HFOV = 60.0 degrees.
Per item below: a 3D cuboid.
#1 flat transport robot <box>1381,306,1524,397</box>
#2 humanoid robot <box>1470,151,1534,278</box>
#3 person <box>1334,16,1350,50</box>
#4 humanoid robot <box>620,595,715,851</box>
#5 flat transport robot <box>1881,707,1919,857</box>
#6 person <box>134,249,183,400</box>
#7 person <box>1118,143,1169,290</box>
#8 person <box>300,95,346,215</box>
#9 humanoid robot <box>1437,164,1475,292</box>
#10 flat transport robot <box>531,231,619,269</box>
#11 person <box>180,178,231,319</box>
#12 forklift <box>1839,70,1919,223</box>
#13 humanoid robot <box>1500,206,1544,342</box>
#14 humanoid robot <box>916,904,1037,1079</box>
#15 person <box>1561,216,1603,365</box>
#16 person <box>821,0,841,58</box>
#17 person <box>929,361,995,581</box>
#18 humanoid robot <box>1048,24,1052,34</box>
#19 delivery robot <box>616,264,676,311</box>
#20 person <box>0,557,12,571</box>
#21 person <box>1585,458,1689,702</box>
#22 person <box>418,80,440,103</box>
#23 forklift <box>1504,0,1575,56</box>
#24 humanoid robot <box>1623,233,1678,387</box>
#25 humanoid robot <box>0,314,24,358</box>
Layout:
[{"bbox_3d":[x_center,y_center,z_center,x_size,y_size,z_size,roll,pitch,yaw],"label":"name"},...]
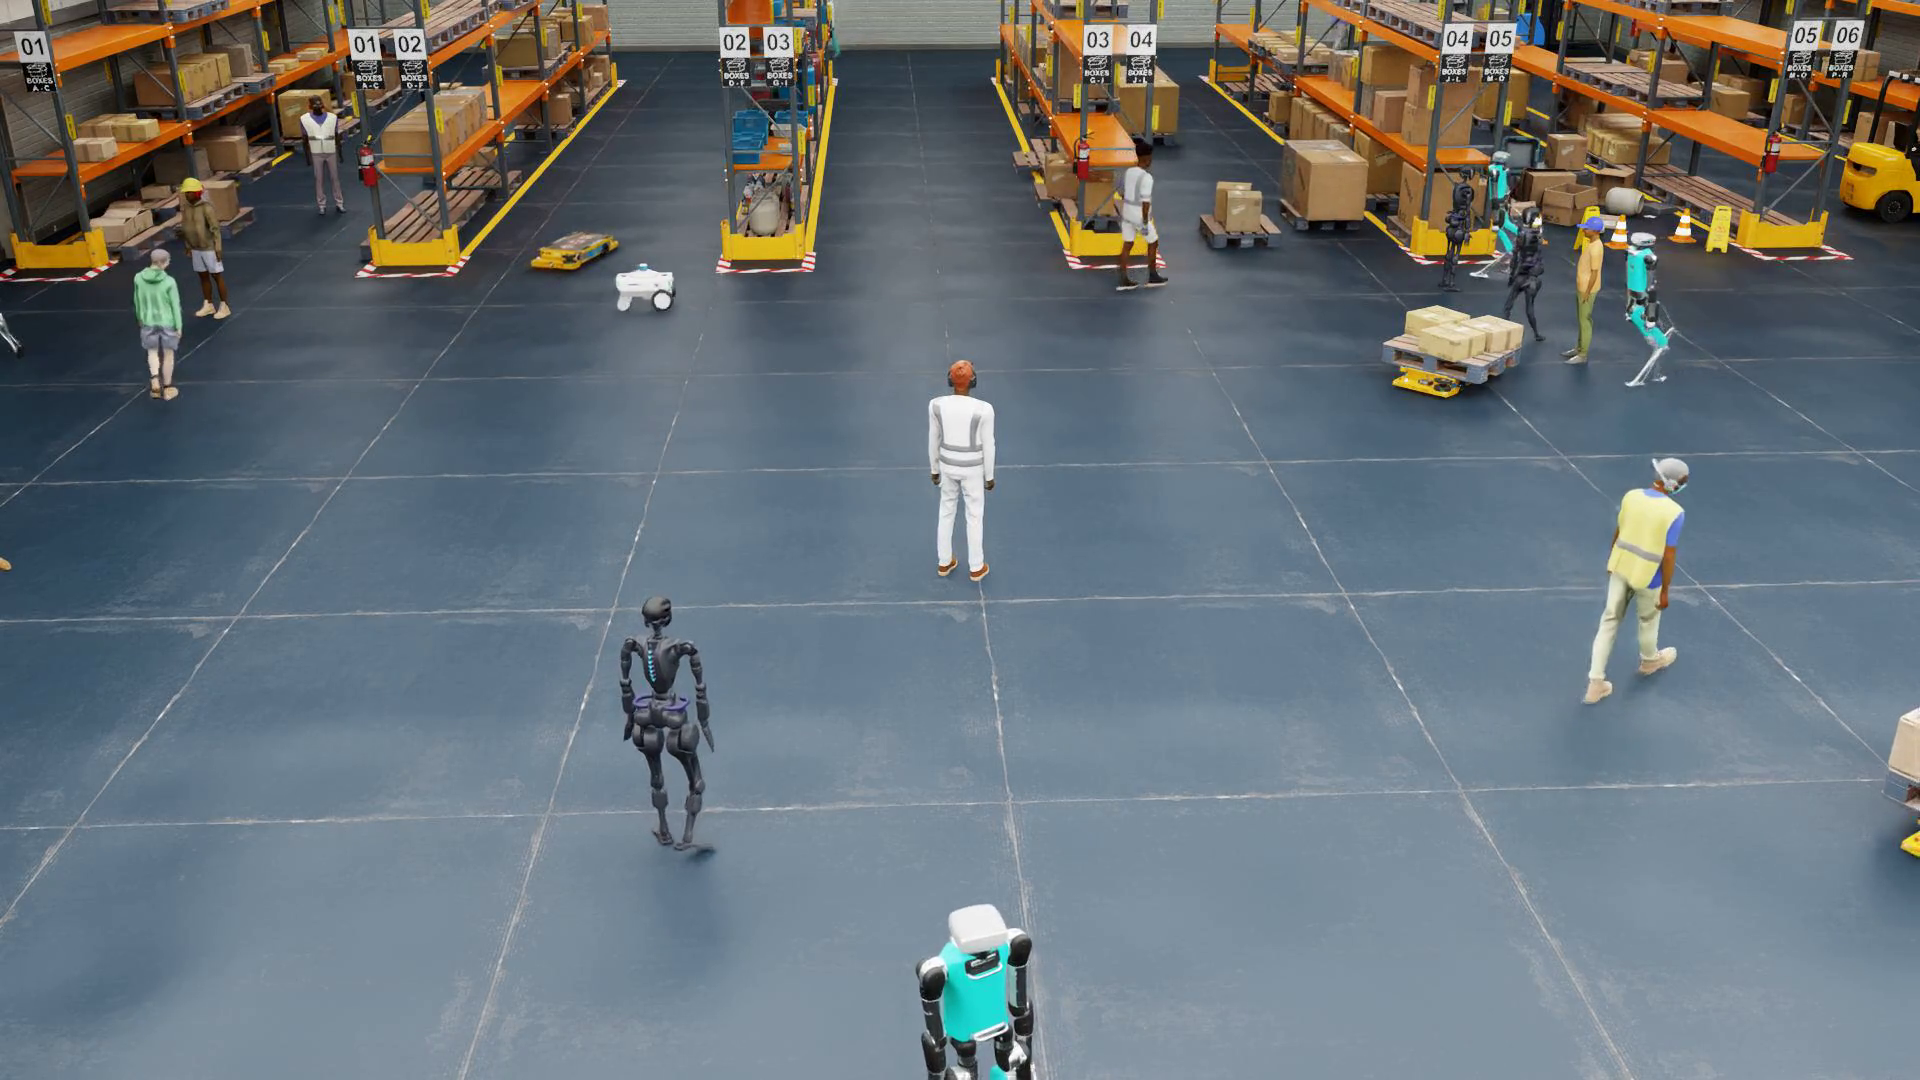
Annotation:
[{"bbox_3d":[5.531,-1.919,18.784,0.659,0.231,1.431,20,31,38],"label":"flat transport robot"},{"bbox_3d":[7.396,-4.314,22.353,0.857,1.765,0.569,12,27,24],"label":"humanoid robot"},{"bbox_3d":[9.567,-12.812,41.401,0.571,1.780,0.586,-3,24,-6],"label":"person"},{"bbox_3d":[-1.821,1.145,10.175,0.621,1.648,0.452,6,25,13],"label":"humanoid robot"},{"bbox_3d":[6.618,1.801,10.426,1.431,0.231,0.659,-15,28,-31],"label":"flat transport robot"},{"bbox_3d":[-8.591,-2.297,17.871,0.516,1.693,0.498,-4,24,-9],"label":"person"},{"bbox_3d":[2.469,-4.300,22.081,0.845,1.933,0.628,-12,27,-26],"label":"person"},{"bbox_3d":[-10.013,-6.068,26.167,0.569,1.845,0.383,-12,27,-25],"label":"person"},{"bbox_3d":[6.616,-4.160,22.071,0.315,1.657,0.599,-1,24,-2],"label":"humanoid robot"},{"bbox_3d":[-5.497,-4.144,23.783,0.659,0.231,1.431,6,25,14],"label":"flat transport robot"},{"bbox_3d":[-9.476,-3.671,20.880,0.542,1.764,0.398,9,26,19],"label":"person"},{"bbox_3d":[15.132,-6.143,25.915,2.313,2.155,1.214,-1,24,-2],"label":"forklift"},{"bbox_3d":[6.764,-3.166,19.902,0.655,1.641,0.586,-6,25,-14],"label":"humanoid robot"},{"bbox_3d":[0.211,2.507,7.136,0.553,1.858,0.813,-12,27,-26],"label":"humanoid robot"},{"bbox_3d":[7.174,-2.872,19.144,0.360,1.717,0.459,6,25,13],"label":"person"},{"bbox_3d":[-3.402,-12.996,41.892,0.916,1.717,0.541,-11,26,-23],"label":"person"},{"bbox_3d":[0.011,-0.573,13.791,0.574,1.877,0.340,9,26,20],"label":"person"},{"bbox_3d":[2.312,-12.829,41.568,0.541,1.768,1.038,-16,29,-32],"label":"humanoid robot"},{"bbox_3d":[-4.051,-3.259,21.434,0.788,0.587,0.499,-2,24,-4],"label":"delivery robot"},{"bbox_3d":[-8.319,-0.580,13.793,0.377,1.890,0.570,19,30,37],"label":"person"},{"bbox_3d":[4.932,0.247,12.001,1.006,1.821,0.564,-17,29,-34],"label":"person"},{"bbox_3d":[-10.879,-9.395,33.836,0.554,1.680,0.564,-7,25,-16],"label":"person"},{"bbox_3d":[14.700,-13.805,42.301,1.873,2.768,1.129,-1,24,-2],"label":"forklift"},{"bbox_3d":[7.681,-2.476,18.347,0.867,1.859,0.534,-4,24,-10],"label":"humanoid robot"},{"bbox_3d":[-11.358,-2.883,19.215,0.853,1.842,0.545,1,24,2],"label":"humanoid robot"}]
